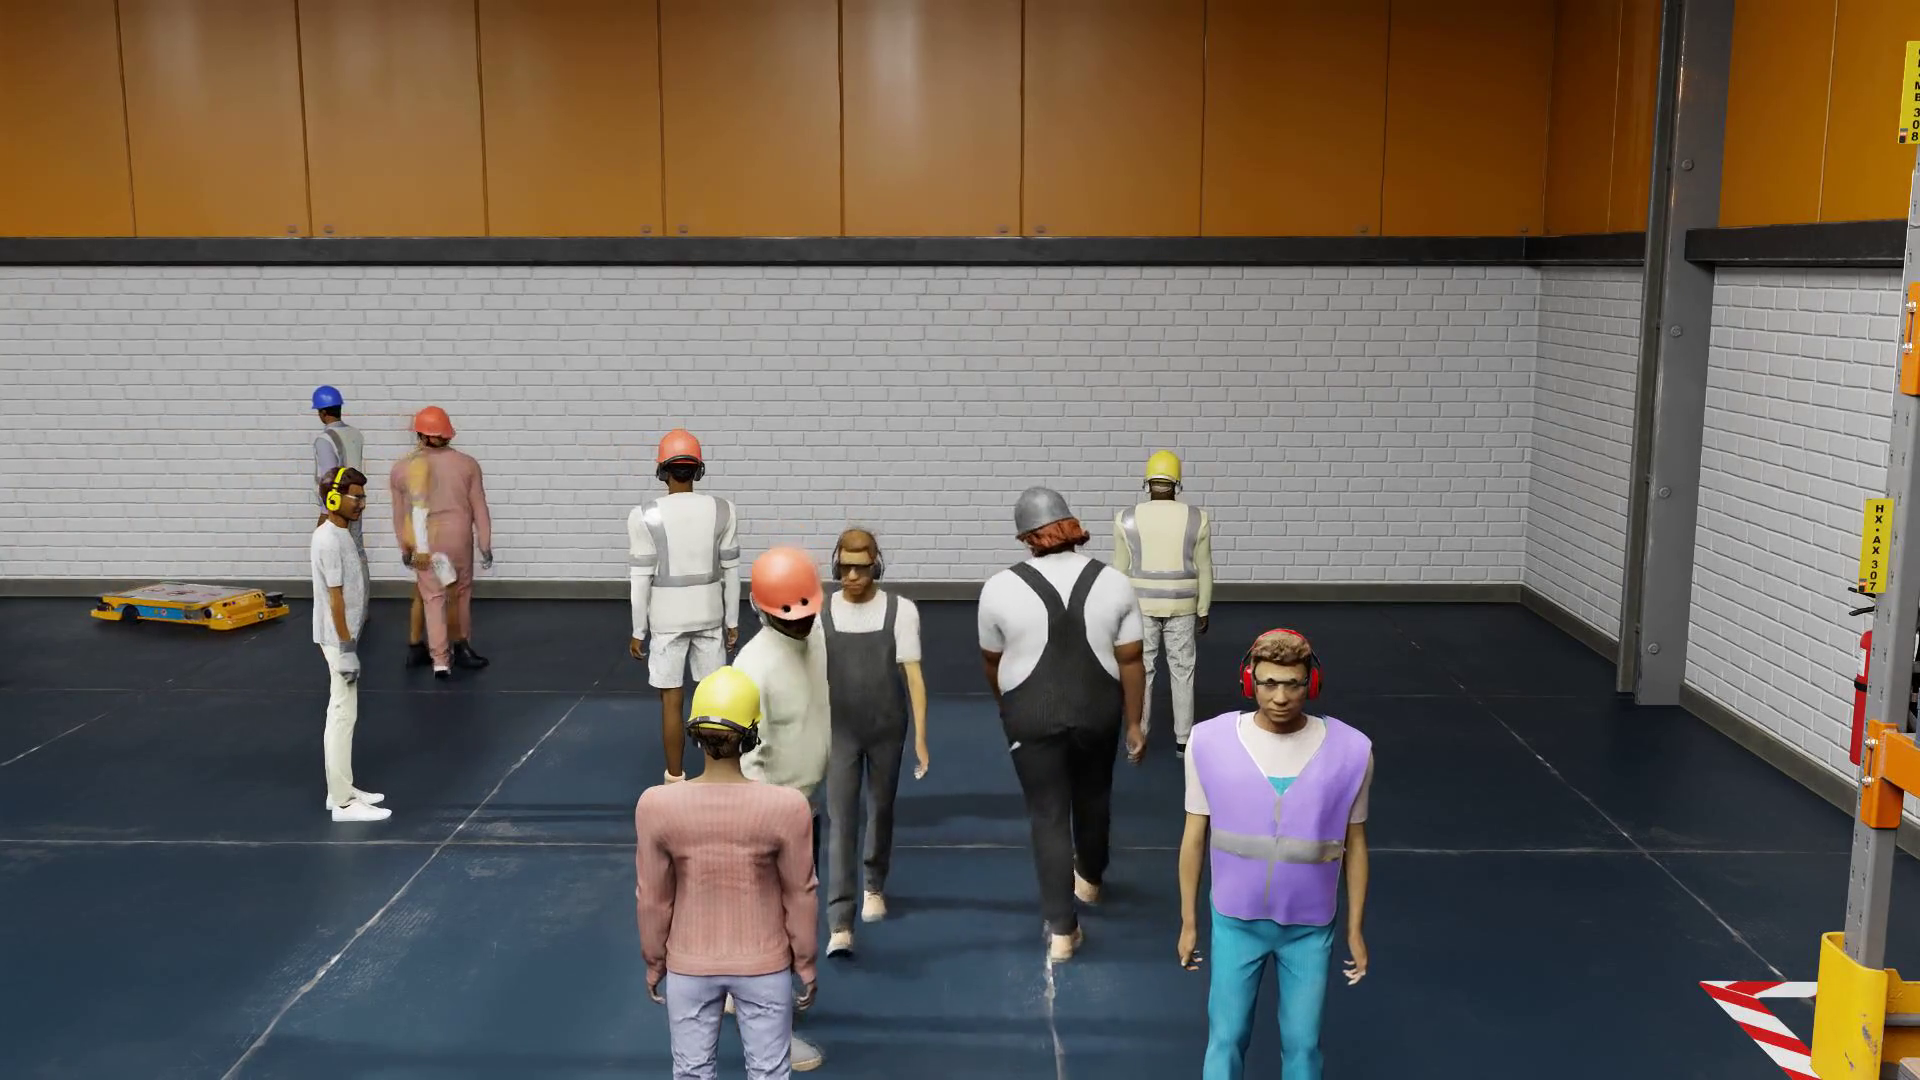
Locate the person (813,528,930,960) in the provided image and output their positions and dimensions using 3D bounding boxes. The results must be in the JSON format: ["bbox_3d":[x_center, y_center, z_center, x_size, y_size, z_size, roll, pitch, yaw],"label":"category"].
[{"bbox_3d":[-0.403,0.851,7.089,0.542,1.795,0.946,0,9,-2],"label":"person"}]

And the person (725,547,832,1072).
[{"bbox_3d":[-0.694,0.954,6.060,0.576,1.947,0.732,3,10,17],"label":"person"}]

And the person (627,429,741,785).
[{"bbox_3d":[-1.482,0.424,8.925,0.613,2.041,0.393,-5,11,-27],"label":"person"}]

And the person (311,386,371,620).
[{"bbox_3d":[-4.996,-0.269,13.377,0.399,1.940,0.614,1,10,6],"label":"person"}]

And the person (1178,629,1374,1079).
[{"bbox_3d":[0.958,1.163,5.096,0.573,1.841,0.374,1,10,8],"label":"person"}]

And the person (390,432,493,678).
[{"bbox_3d":[-3.695,0.031,11.875,0.656,1.859,0.953,-4,10,-20],"label":"person"}]

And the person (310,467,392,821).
[{"bbox_3d":[-3.228,0.544,8.750,0.327,1.865,0.518,-4,10,-23],"label":"person"}]

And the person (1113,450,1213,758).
[{"bbox_3d":[1.193,0.381,9.811,0.588,1.833,0.404,1,10,7],"label":"person"}]

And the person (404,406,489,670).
[{"bbox_3d":[-3.735,-0.007,11.913,0.607,1.909,0.626,-2,10,-14],"label":"person"}]

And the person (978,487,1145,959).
[{"bbox_3d":[0.420,0.710,7.218,0.701,2.000,0.904,-1,10,-8],"label":"person"}]

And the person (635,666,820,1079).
[{"bbox_3d":[-0.672,1.239,4.874,0.532,1.768,0.311,0,9,1],"label":"person"}]

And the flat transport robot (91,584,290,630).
[{"bbox_3d":[-6.298,0.527,13.604,1.431,0.197,0.652,3,10,19],"label":"flat transport robot"}]
